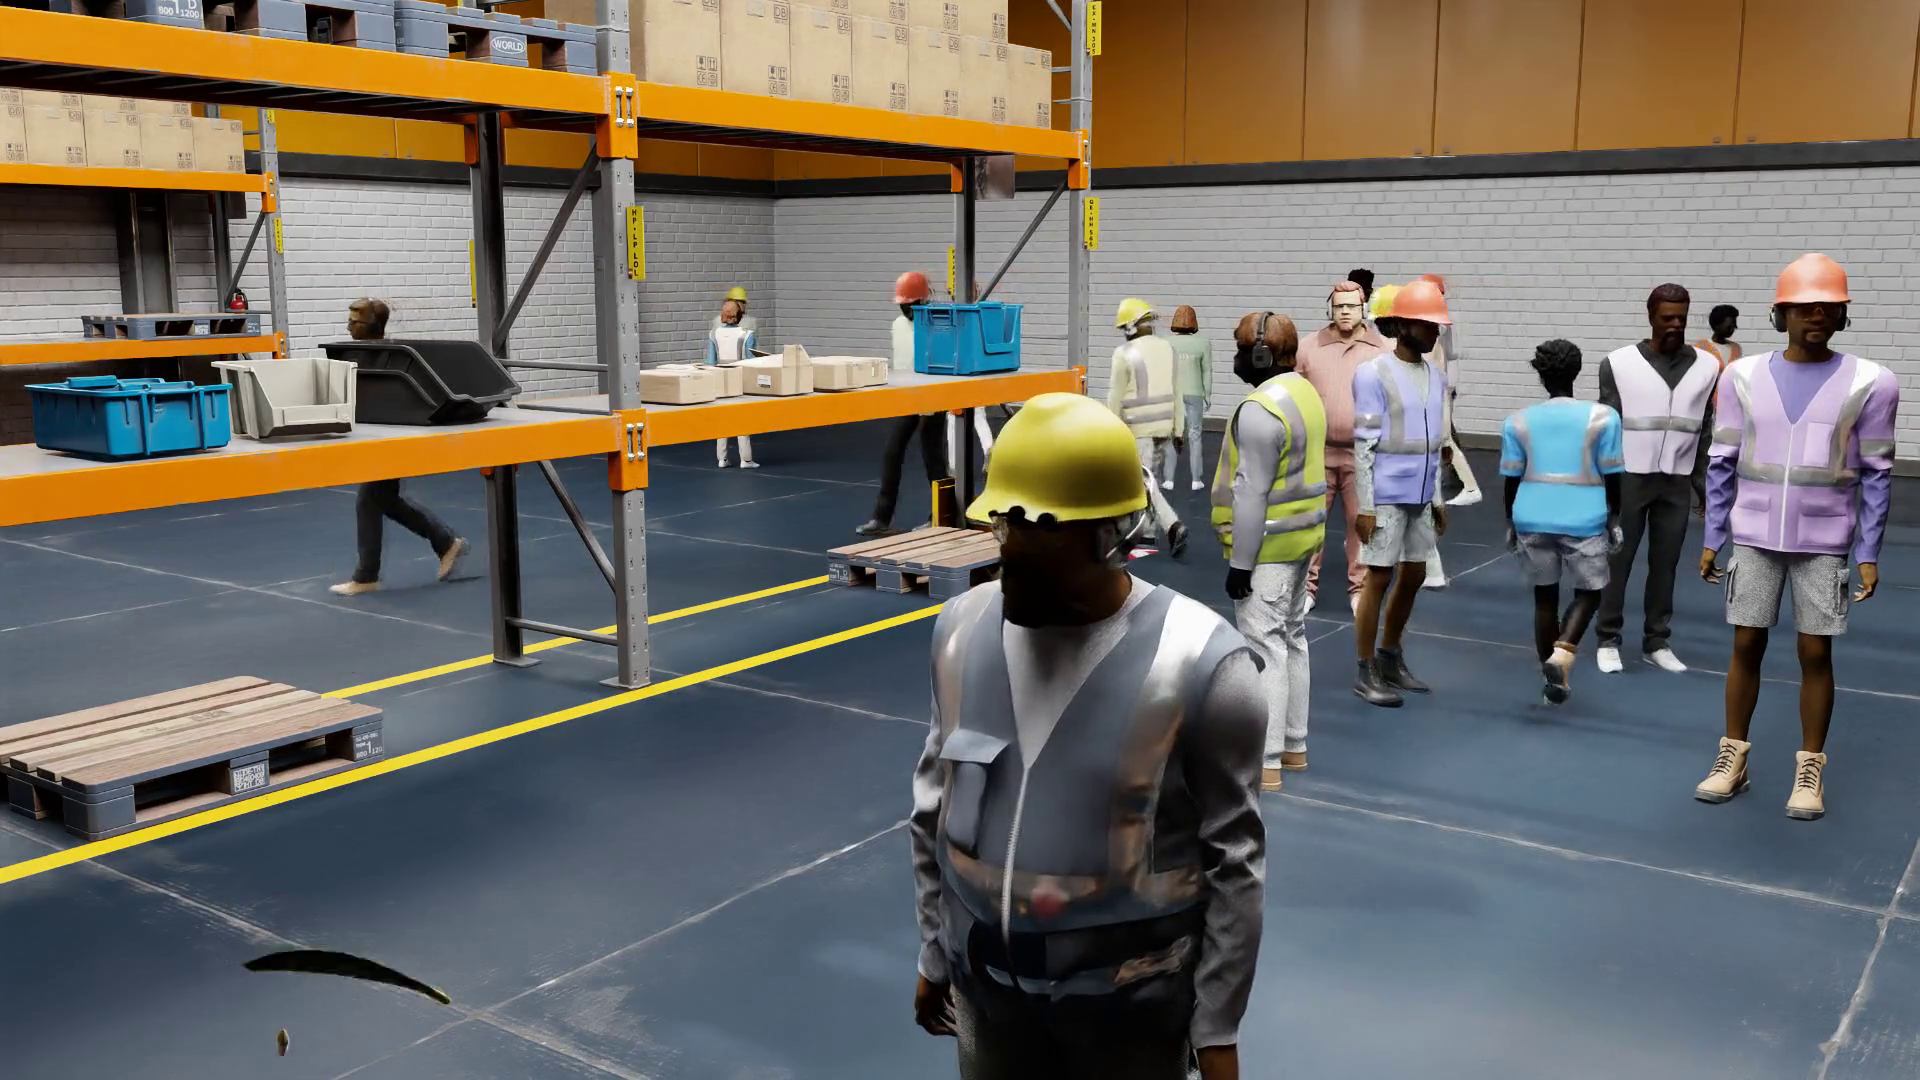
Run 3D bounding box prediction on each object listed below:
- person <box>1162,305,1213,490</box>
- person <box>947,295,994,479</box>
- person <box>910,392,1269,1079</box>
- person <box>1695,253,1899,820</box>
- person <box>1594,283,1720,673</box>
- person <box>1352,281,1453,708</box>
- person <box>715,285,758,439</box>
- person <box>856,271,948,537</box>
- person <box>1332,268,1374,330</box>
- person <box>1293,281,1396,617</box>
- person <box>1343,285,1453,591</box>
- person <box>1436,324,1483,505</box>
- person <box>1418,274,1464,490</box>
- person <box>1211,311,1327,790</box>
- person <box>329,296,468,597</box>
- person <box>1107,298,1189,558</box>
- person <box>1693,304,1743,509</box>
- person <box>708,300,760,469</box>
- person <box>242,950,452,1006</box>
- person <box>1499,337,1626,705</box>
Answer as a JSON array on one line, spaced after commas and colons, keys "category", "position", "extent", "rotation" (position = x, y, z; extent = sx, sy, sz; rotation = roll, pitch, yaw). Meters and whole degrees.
[{"category": "person", "position": [1.980, -1.254, 14.718], "extent": [0.499, 1.633, 0.286], "rotation": [1, 10, 6]}, {"category": "person", "position": [0.082, -1.461, 15.283], "extent": [0.582, 1.862, 0.798], "rotation": [-4, 10, -21]}, {"category": "person", "position": [0.169, 0.680, 2.618], "extent": [0.599, 1.827, 0.403], "rotation": [6, 11, 32]}, {"category": "person", "position": [3.027, -0.008, 6.067], "extent": [0.615, 2.045, 0.365], "rotation": [8, 12, 38]}, {"category": "person", "position": [3.403, -0.299, 8.193], "extent": [0.596, 1.914, 0.373], "rotation": [0, 10, -3]}, {"category": "person", "position": [2.010, -0.212, 7.646], "extent": [0.575, 1.930, 0.465], "rotation": [-7, 12, -34]}, {"category": "person", "position": [-2.573, -2.042, 19.052], "extent": [0.536, 1.748, 0.651], "rotation": [-4, 10, -24]}, {"category": "person", "position": [-0.384, -0.946, 11.987], "extent": [0.888, 1.936, 0.666], "rotation": [-9, 13, -42]}, {"category": "person", "position": [3.740, -1.602, 15.838], "extent": [0.378, 1.958, 0.607], "rotation": [-3, 10, -16]}, {"category": "person", "position": [2.163, -0.503, 9.430], "extent": [0.638, 1.910, 0.407], "rotation": [2, 10, 13]}, {"category": "person", "position": [2.730, -0.646, 10.412], "extent": [0.620, 1.861, 0.971], "rotation": [-6, 11, -31]}, {"category": "person", "position": [3.878, -1.180, 13.754], "extent": [0.998, 1.821, 0.516], "rotation": [4, 10, 22]}, {"category": "person", "position": [4.136, -1.397, 14.784], "extent": [0.864, 1.893, 0.574], "rotation": [4, 10, 23]}, {"category": "person", "position": [1.186, 0.039, 6.444], "extent": [0.432, 1.836, 0.618], "rotation": [5, 11, 27]}, {"category": "person", "position": [-3.465, -0.581, 10.192], "extent": [0.822, 1.819, 0.508], "rotation": [-6, 11, -31]}, {"category": "person", "position": [1.328, -0.763, 11.372], "extent": [0.602, 1.784, 0.769], "rotation": [-8, 12, -40]}, {"category": "person", "position": [6.120, -1.111, 13.714], "extent": [0.544, 1.677, 0.611], "rotation": [-3, 10, -19]}, {"category": "person", "position": [-2.197, -1.501, 16.172], "extent": [0.523, 1.639, 0.306], "rotation": [3, 10, 19]}, {"category": "person", "position": [-0.477, 1.000, 0.947], "extent": [0.534, 1.747, 0.606], "rotation": [6, 11, 30]}, {"category": "person", "position": [2.670, -0.060, 7.444], "extent": [0.554, 1.680, 0.496], "rotation": [6, 11, 32]}]
